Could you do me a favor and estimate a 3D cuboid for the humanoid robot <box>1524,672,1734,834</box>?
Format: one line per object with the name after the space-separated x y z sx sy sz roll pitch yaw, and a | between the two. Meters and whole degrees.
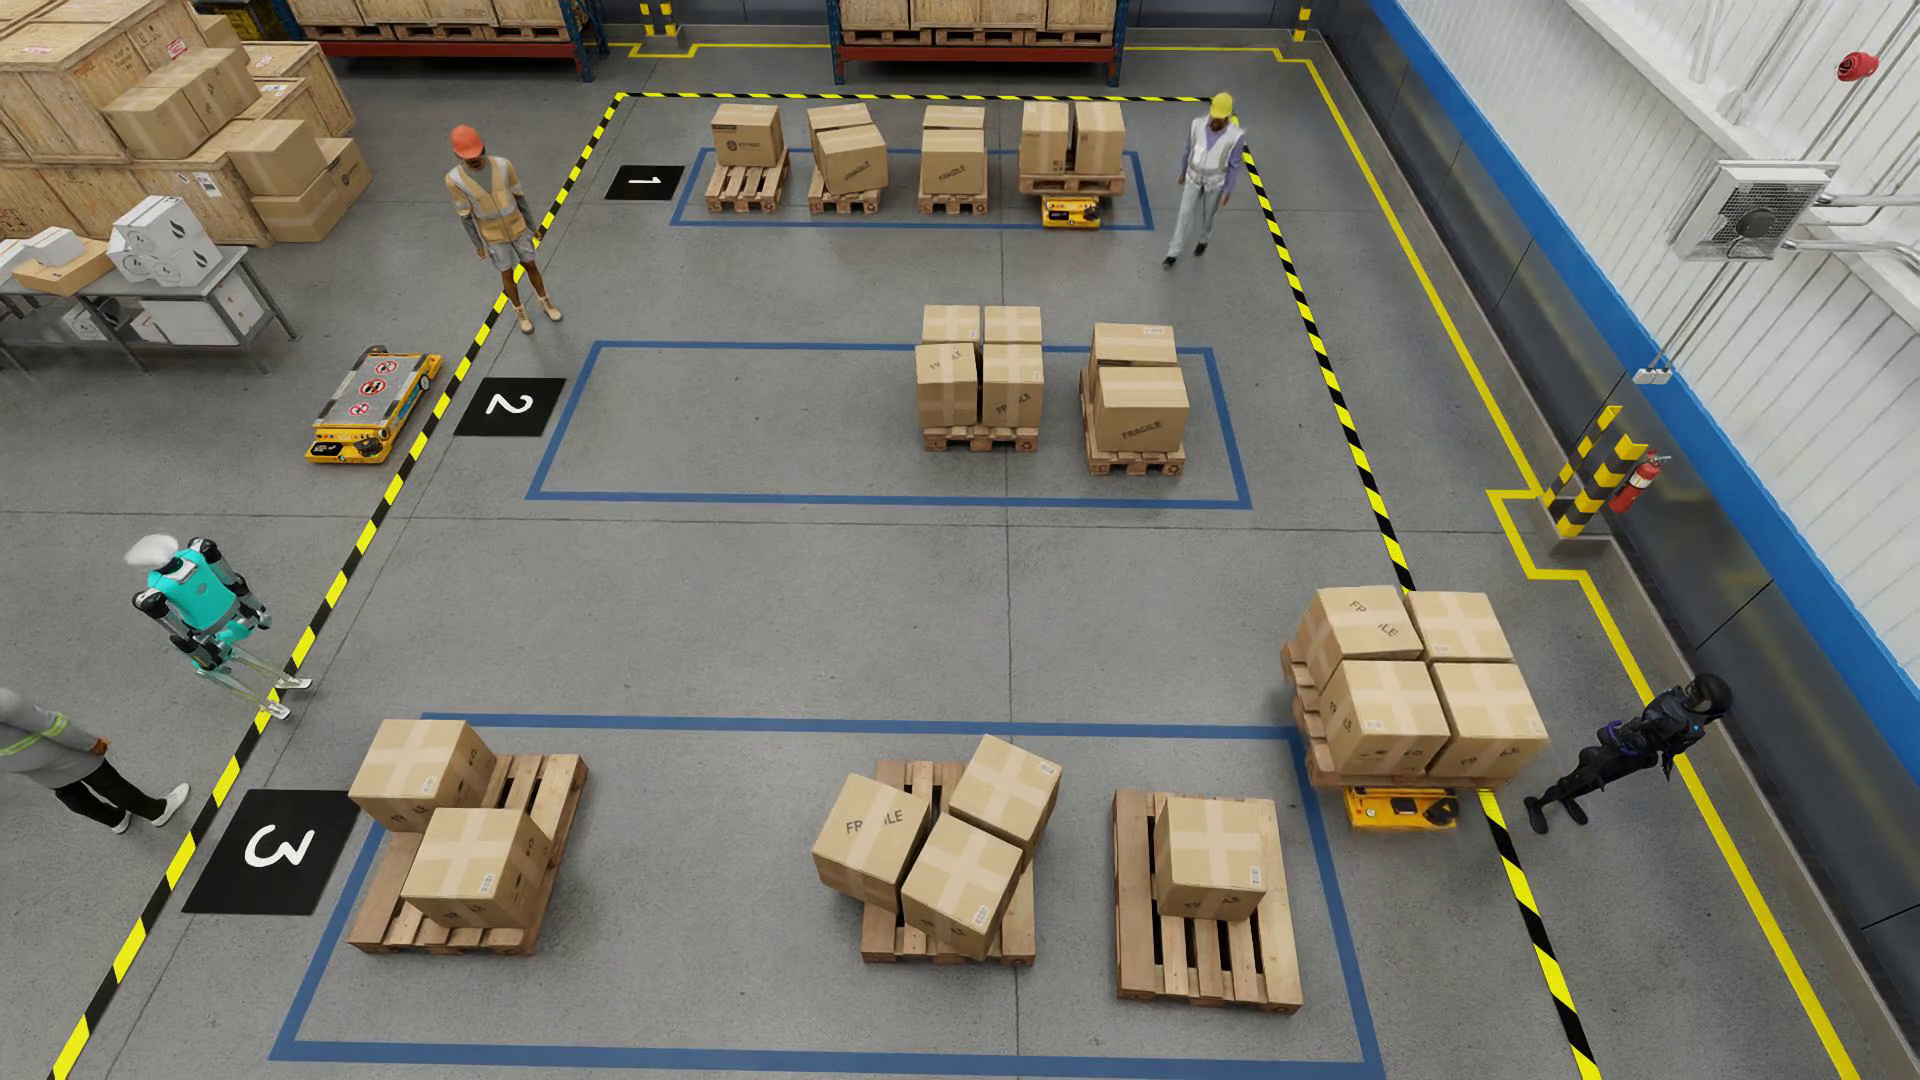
3.925 1.261 5.368 0.599 1.656 0.315 -7 50 -6 | humanoid robot

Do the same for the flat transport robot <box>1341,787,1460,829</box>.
2.859 1.258 6.285 0.652 0.197 1.431 1 50 1 | flat transport robot

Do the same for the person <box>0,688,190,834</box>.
-5.335 1.187 5.326 0.586 1.852 0.387 -6 50 -5 | person

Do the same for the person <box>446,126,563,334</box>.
-4.303 -2.908 8.667 0.614 2.040 0.379 -31 56 -24 | person

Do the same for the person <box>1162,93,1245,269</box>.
2.519 -3.678 9.482 0.617 1.790 0.834 23 53 18 | person

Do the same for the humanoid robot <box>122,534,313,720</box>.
-4.836 0.547 5.857 0.735 1.673 0.533 9 50 8 | humanoid robot

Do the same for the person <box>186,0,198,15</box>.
-10.337 -6.895 12.162 0.622 1.857 1.062 30 56 23 | person

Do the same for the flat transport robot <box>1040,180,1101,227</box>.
1.288 -4.194 10.898 0.652 0.197 1.431 1 50 1 | flat transport robot

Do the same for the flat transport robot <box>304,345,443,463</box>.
-5.383 -1.269 8.441 0.659 0.231 1.431 1 50 1 | flat transport robot
